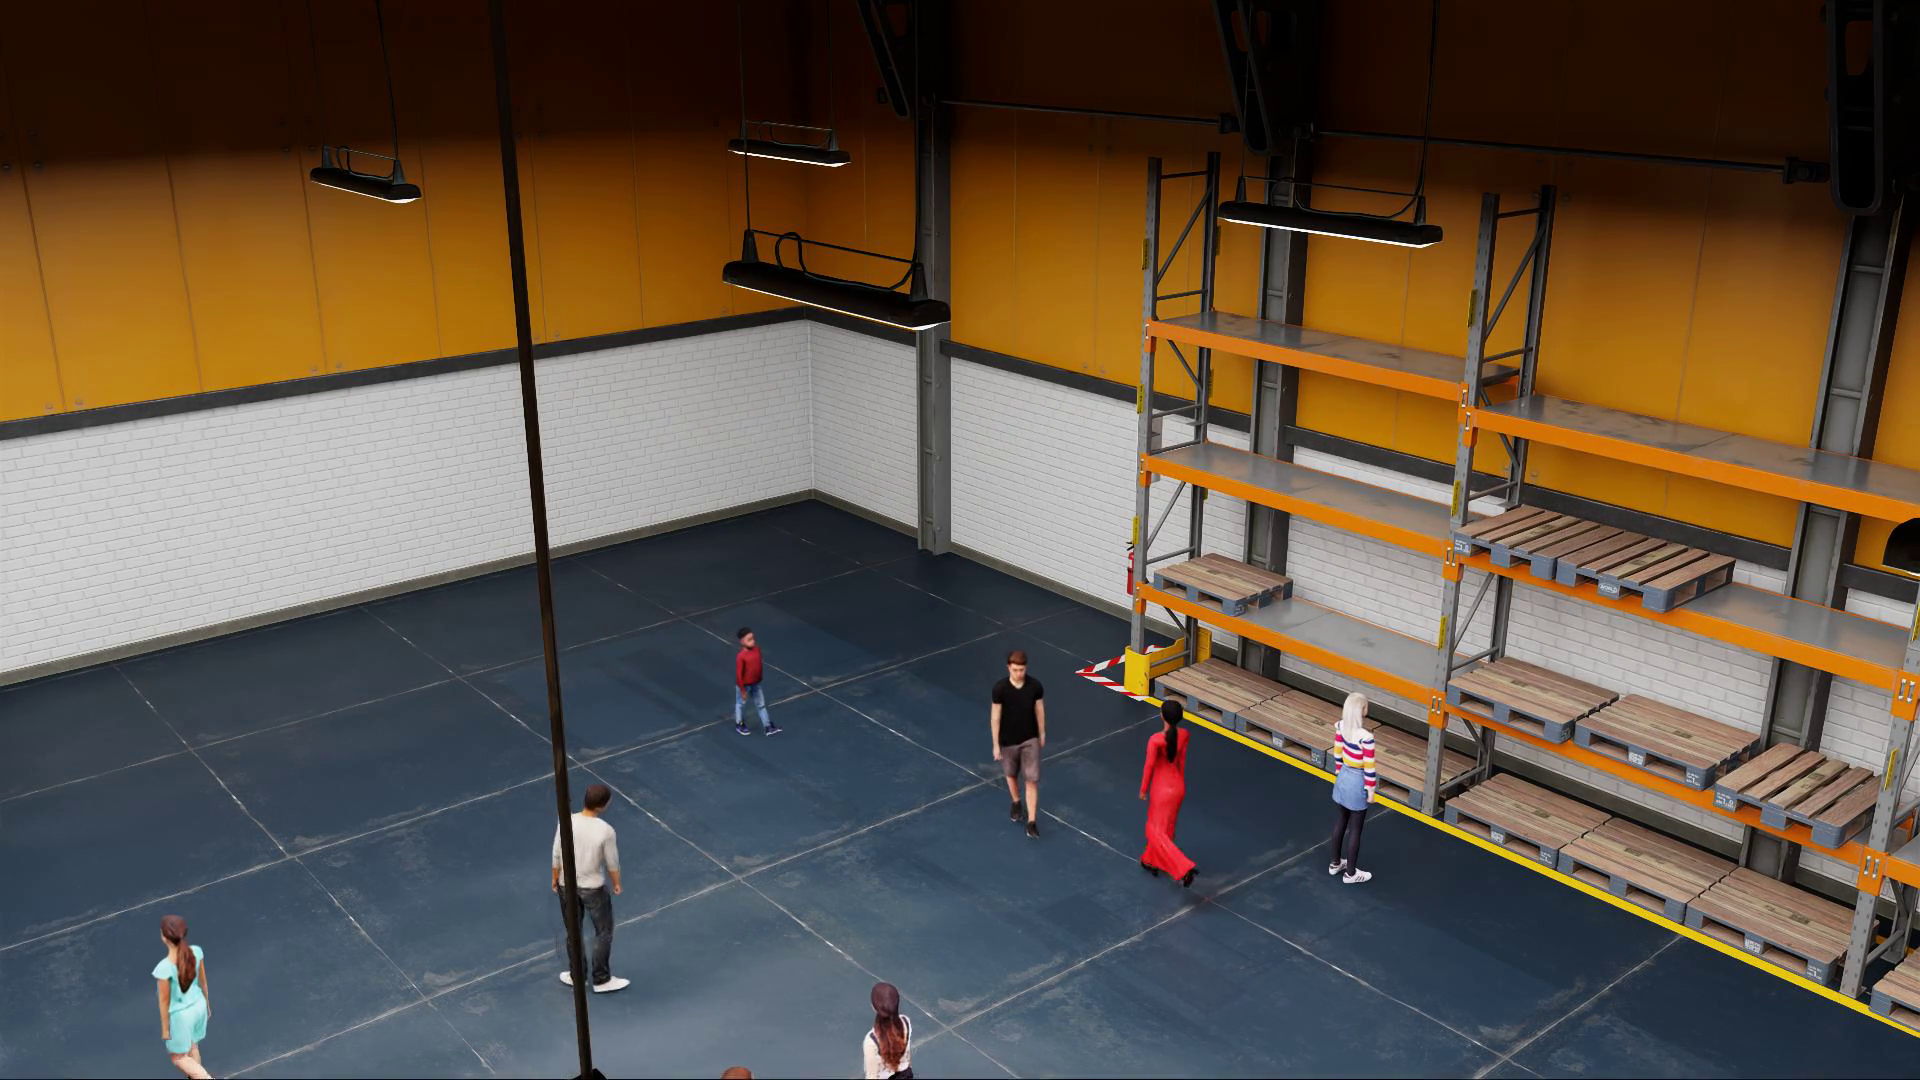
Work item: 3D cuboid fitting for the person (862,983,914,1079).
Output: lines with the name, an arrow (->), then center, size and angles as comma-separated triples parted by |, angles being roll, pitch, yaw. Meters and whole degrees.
person -> -0.408, 3.658, 10.840 | 0.556, 1.638, 0.666 | -15, 24, -38

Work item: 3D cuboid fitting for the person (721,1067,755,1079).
person -> -1.352, 3.911, 9.959 | 0.706, 1.720, 0.547 | -12, 22, -31

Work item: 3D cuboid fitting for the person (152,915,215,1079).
person -> -5.462, 3.384, 11.799 | 0.940, 1.545, 0.759 | 9, 21, 25

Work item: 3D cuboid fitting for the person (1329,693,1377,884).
person -> 3.515, 2.199, 14.902 | 0.758, 1.809, 0.541 | -9, 21, -26

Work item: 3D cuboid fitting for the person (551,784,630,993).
person -> -3.048, 2.776, 13.247 | 0.801, 1.772, 0.856 | -3, 19, -10

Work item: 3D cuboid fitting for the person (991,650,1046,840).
person -> 0.556, 1.862, 15.882 | 1.081, 1.823, 1.192 | -1, 19, -2

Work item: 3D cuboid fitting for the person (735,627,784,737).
person -> -2.311, 1.515, 17.836 | 0.843, 1.234, 0.595 | 15, 24, 38

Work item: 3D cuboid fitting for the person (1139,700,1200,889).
person -> 1.860, 2.282, 14.723 | 0.618, 1.766, 0.960 | -15, 23, -37
